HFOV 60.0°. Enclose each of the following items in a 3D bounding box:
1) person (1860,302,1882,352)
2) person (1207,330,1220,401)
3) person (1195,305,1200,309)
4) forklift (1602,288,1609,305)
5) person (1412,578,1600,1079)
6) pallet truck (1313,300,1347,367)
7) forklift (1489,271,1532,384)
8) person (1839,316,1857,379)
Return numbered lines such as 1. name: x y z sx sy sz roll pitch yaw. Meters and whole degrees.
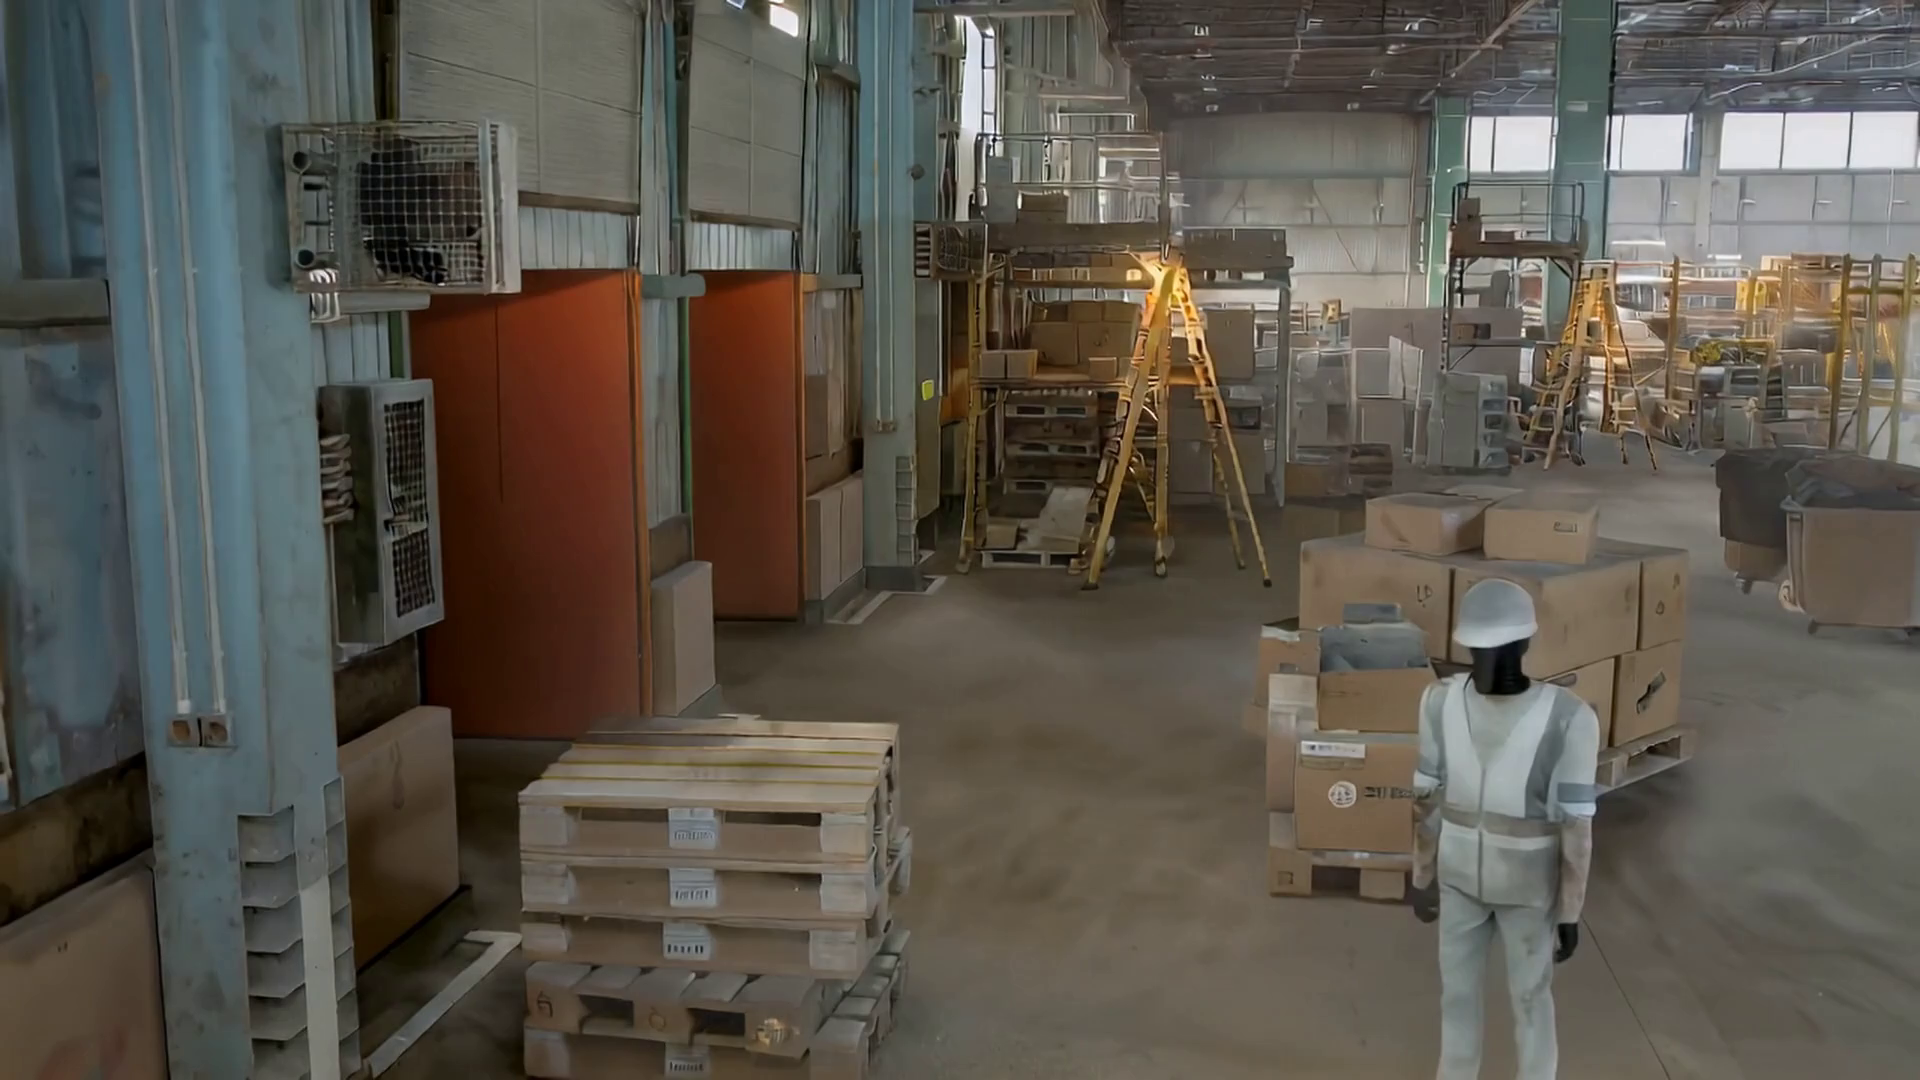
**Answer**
1. person: 29.513 -6.851 53.912 0.663 1.935 0.397 -2 10 -14
2. person: 5.332 -3.637 35.050 0.313 1.633 0.521 -4 10 -23
3. person: 6.291 -5.344 44.658 0.544 1.930 0.389 -5 10 -28
4. forklift: 16.909 -5.777 44.396 1.129 2.768 1.873 -5 10 -28
5. person: 1.664 1.061 5.191 0.585 1.919 0.397 8 12 41
6. pallet truck: 11.159 -6.200 49.718 0.823 1.965 1.885 4 10 26
7. forklift: 13.422 -5.322 41.591 1.873 2.768 1.129 1 9 9
8. person: 18.996 -3.854 35.605 0.355 1.883 0.575 7 12 37
